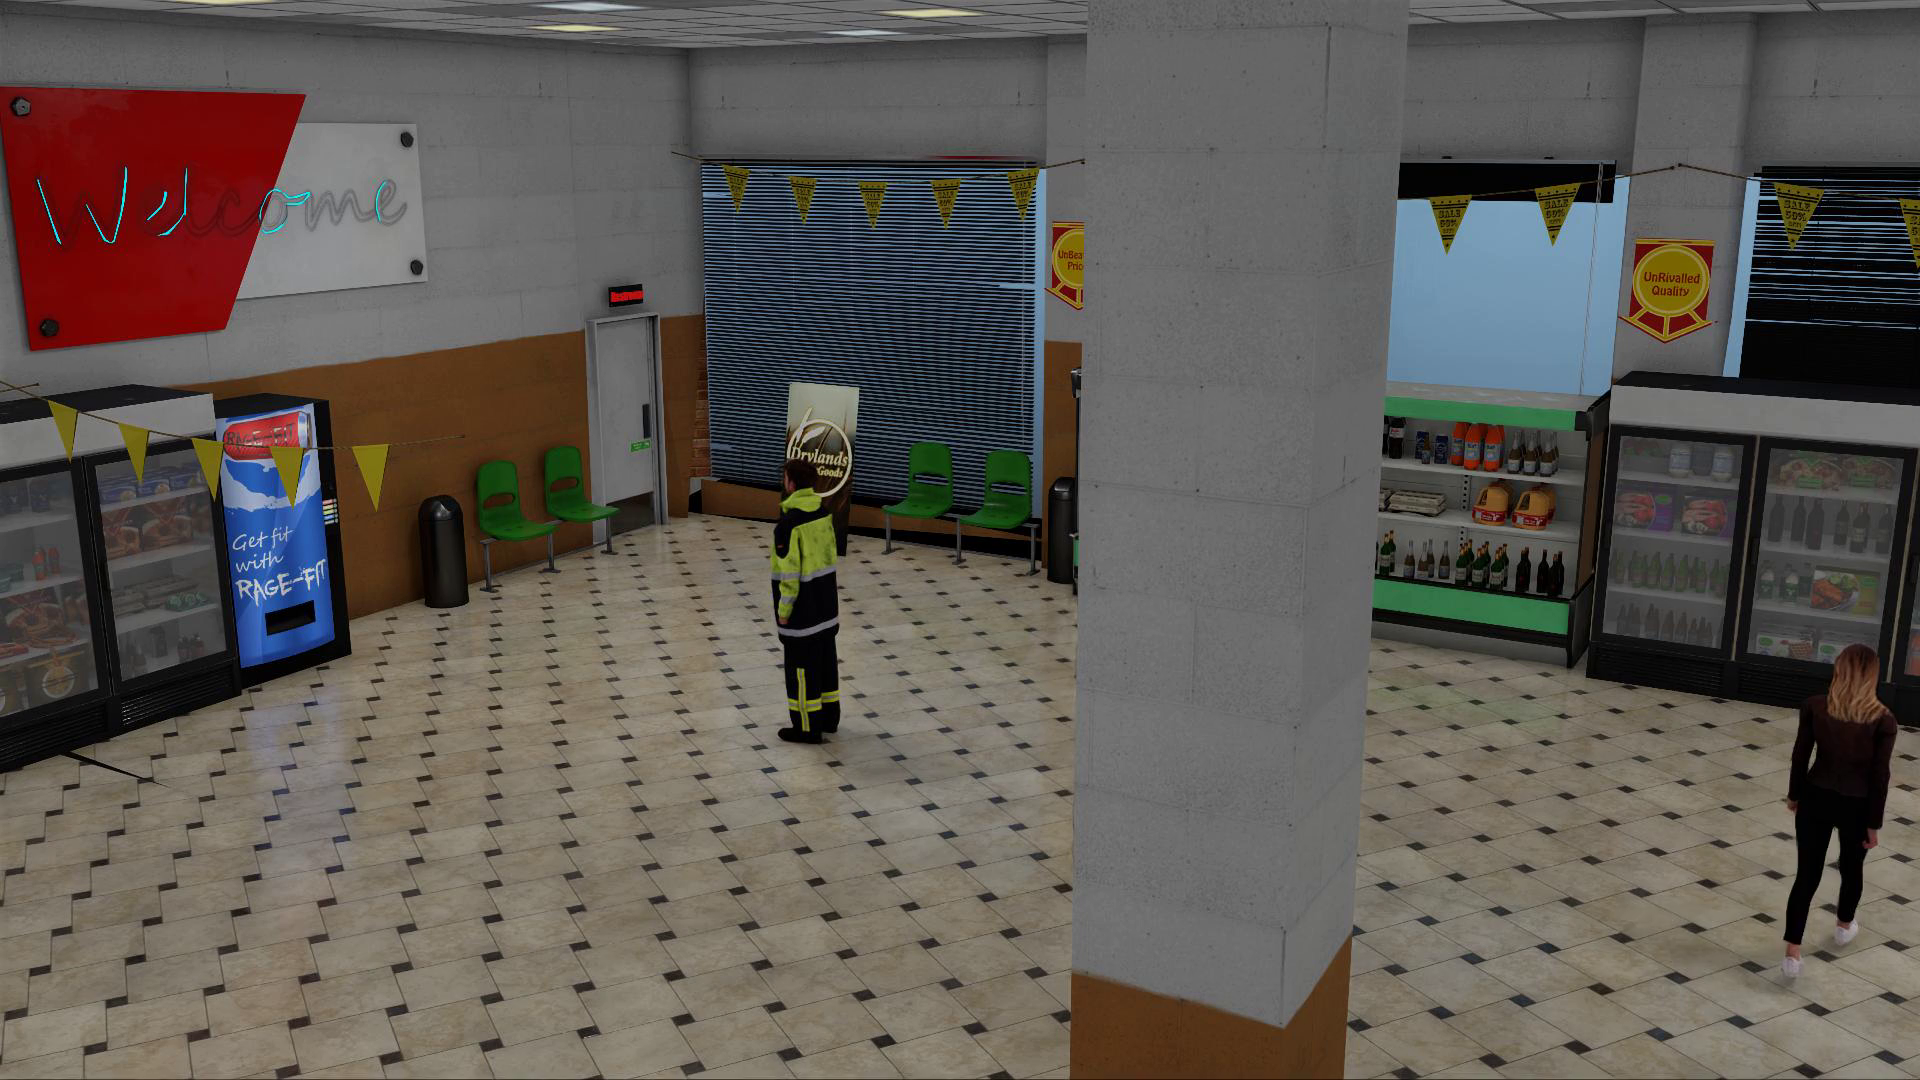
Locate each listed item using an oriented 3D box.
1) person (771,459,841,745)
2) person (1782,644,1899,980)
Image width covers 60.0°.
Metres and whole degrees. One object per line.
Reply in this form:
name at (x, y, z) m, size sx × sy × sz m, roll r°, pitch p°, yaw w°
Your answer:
person at (-1.067, 0.413, 11.496) m, size 0.642 × 1.980 × 0.777 m, roll 7°, pitch 15°, yaw 26°
person at (4.288, 1.379, 8.206) m, size 1.097 × 1.654 × 0.818 m, roll 11°, pitch 17°, yaw 38°
